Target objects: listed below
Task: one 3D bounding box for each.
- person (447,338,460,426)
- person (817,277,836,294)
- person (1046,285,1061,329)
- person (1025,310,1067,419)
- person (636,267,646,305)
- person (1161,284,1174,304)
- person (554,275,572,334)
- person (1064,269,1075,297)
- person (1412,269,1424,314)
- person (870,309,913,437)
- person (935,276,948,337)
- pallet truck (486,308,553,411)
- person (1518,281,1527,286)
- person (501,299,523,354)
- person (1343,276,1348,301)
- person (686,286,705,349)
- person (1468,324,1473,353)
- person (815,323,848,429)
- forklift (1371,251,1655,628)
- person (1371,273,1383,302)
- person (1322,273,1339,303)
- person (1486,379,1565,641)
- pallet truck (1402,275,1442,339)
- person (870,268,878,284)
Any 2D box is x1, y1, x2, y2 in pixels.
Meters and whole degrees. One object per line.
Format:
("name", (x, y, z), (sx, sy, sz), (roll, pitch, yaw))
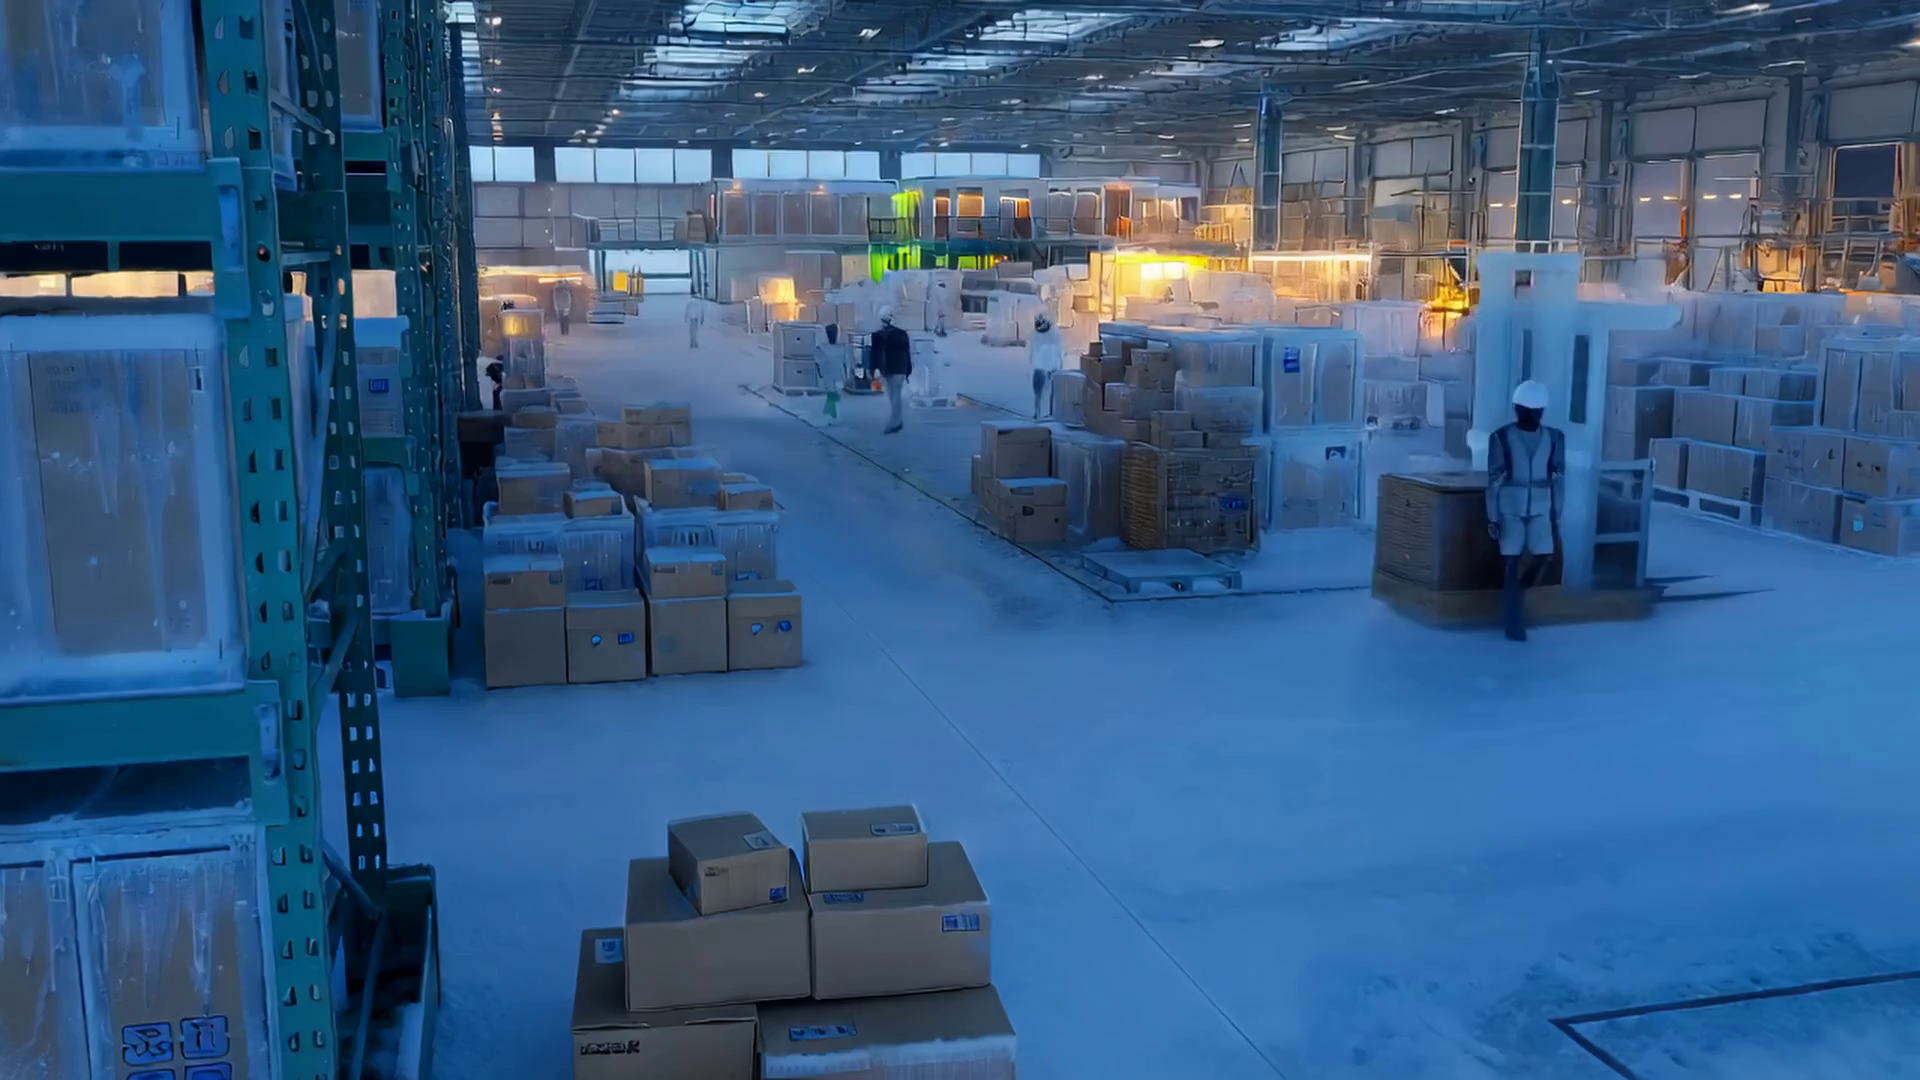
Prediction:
("person", (-6.186, -1.604, 20.259), (0.669, 1.818, 0.651), (-2, 10, -10))
("person", (-3.886, -6.684, 48.606), (0.606, 1.967, 0.367), (-4, 11, -24))
("person", (2.476, -5.825, 44.066), (0.325, 1.860, 0.507), (-8, 13, -37))
("person", (1.309, -2.554, 25.442), (0.643, 1.887, 1.009), (1, 10, 5))
("person", (-15.741, -12.495, 81.872), (0.518, 1.839, 0.329), (7, 12, 35))
("person", (5.532, -5.732, 43.453), (0.573, 1.883, 0.353), (6, 12, 32))
("person", (-13.017, -7.711, 54.566), (0.558, 1.917, 0.606), (-3, 11, -18))
("person", (4.515, -10.324, 69.386), (0.589, 1.911, 0.378), (3, 10, 16))
("person", (19.267, -10.407, 69.798), (0.657, 1.920, 0.708), (-3, 11, -18))
("person", (-1.032, -2.568, 25.414), (0.621, 1.942, 1.009), (5, 11, 24))
("person", (-0.549, -7.358, 52.537), (0.498, 1.923, 0.566), (0, 10, 1))
("pallet truck", (-6.242, -2.418, 24.362), (0.823, 1.965, 1.885), (1, 10, 3))
("person", (14.541, -5.741, 43.059), (0.687, 2.000, 1.039), (1, 10, 7))
("person", (-10.475, -4.805, 38.891), (0.514, 1.642, 0.310), (-6, 12, -30))
("person", (18.400, -11.918, 78.673), (0.506, 1.828, 0.624), (5, 11, 27))
("person", (-7.420, -6.235, 46.686), (0.525, 1.755, 0.378), (-2, 10, -9))
("person", (9.334, -3.287, 29.619), (0.651, 1.890, 1.034), (-6, 12, -29))
("person", (-2.069, -2.607, 26.360), (0.536, 1.666, 0.780), (-7, 12, -34))
("forklift", (4.297, -0.826, 12.850), (1.873, 2.768, 1.129), (-3, 10, -15))
("person", (16.164, -9.455, 64.717), (0.967, 1.834, 0.532), (-8, 13, -37))
("person", (14.563, -9.603, 65.606), (0.654, 1.794, 0.927), (-3, 11, -18))
("person", (4.114, -0.221, 12.146), (0.565, 1.920, 0.462), (1, 10, 5))
("pallet truck", (14.620, -7.324, 52.145), (0.823, 1.965, 1.885), (8, 13, 40))
("person", (-3.788, -11.390, 75.502), (0.943, 1.873, 0.627), (4, 11, 21))
